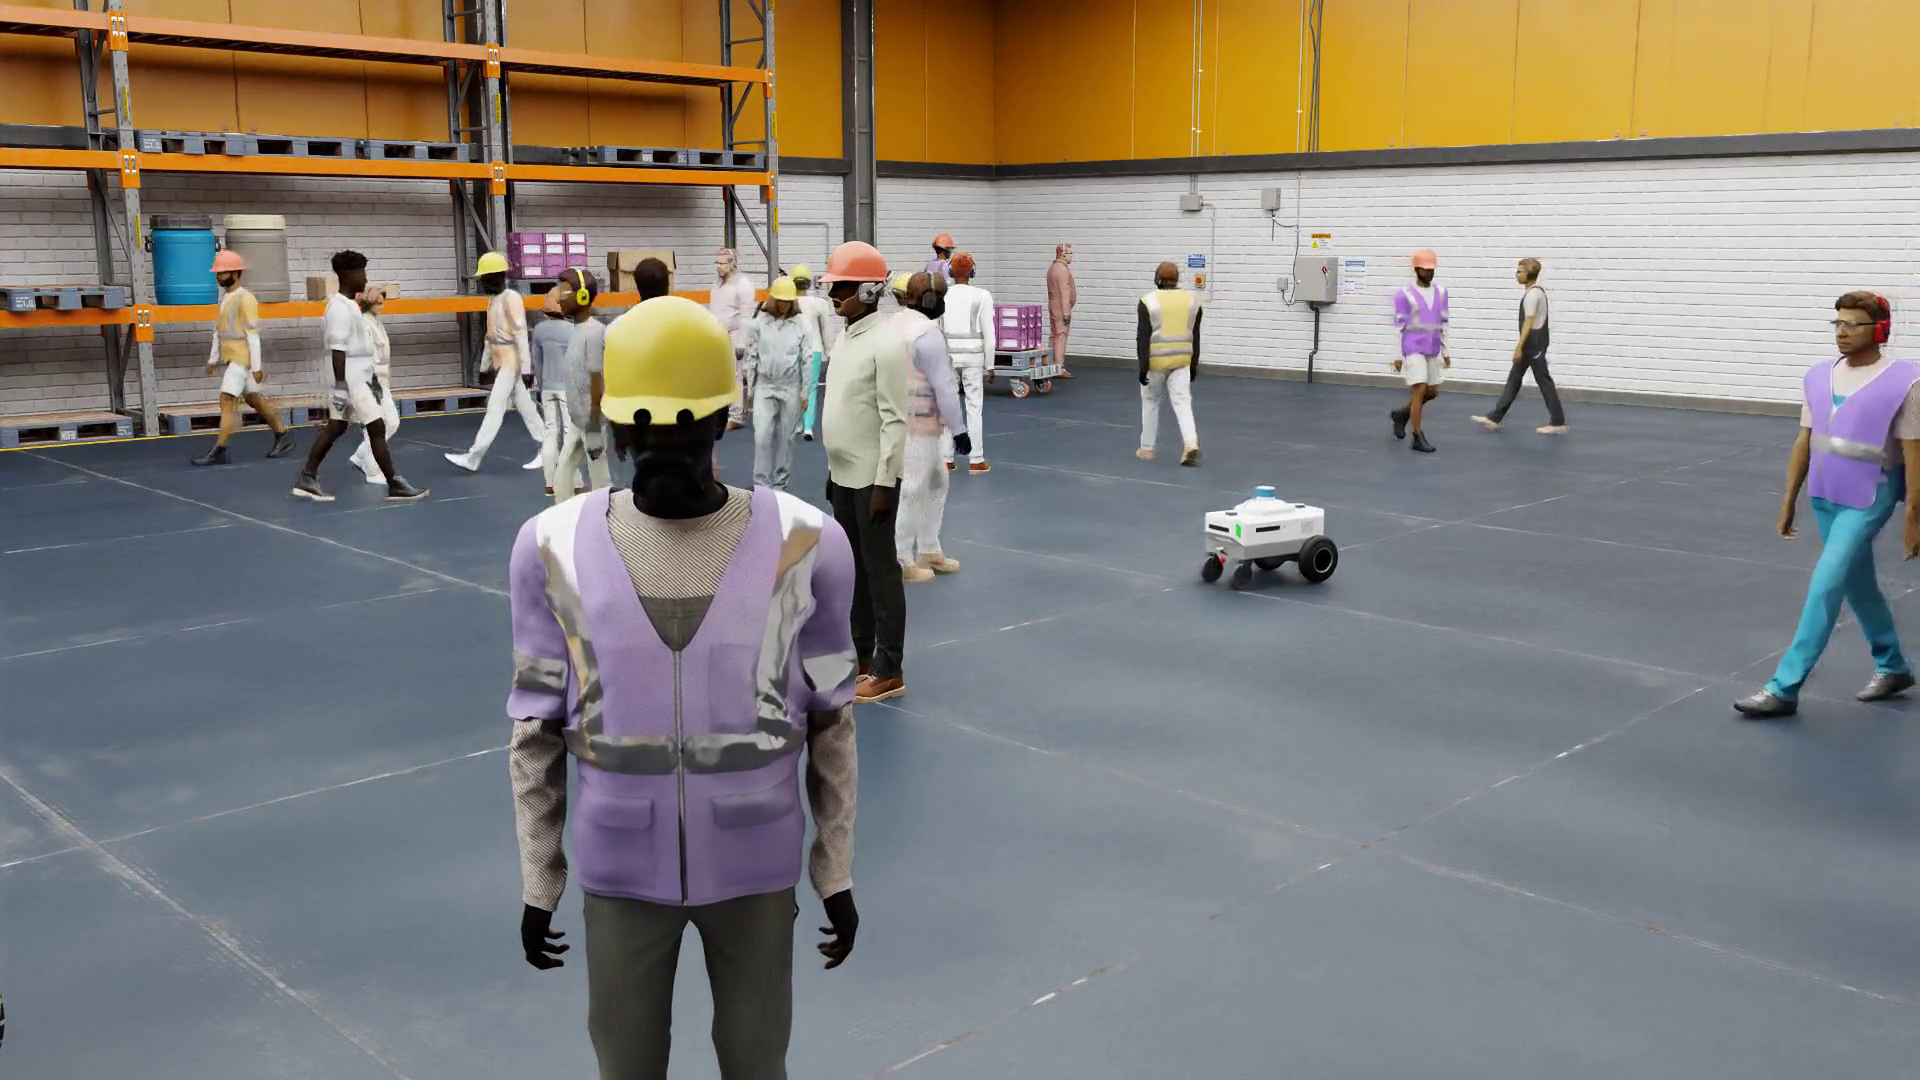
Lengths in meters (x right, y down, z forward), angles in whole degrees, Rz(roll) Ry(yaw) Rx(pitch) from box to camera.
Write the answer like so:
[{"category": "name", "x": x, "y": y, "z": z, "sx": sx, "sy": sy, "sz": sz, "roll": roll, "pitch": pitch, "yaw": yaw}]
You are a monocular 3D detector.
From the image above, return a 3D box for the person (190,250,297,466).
[{"category": "person", "x": -6.411, "y": -1.631, "z": 14.839, "sx": 0.977, "sy": 1.899, "sz": 0.542, "roll": -9, "pitch": 14, "yaw": -41}]

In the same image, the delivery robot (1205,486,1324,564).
[{"category": "delivery robot", "x": 1.783, "y": -0.071, "z": 9.730, "sx": 0.707, "sy": 0.478, "sz": 0.477, "roll": -6, "pitch": 12, "yaw": -30}]

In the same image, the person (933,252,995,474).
[{"category": "person", "x": 0.019, "y": -1.494, "z": 14.122, "sx": 0.585, "sy": 1.881, "sz": 0.344, "roll": 3, "pitch": 11, "yaw": 16}]

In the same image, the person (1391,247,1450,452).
[{"category": "person", "x": 4.331, "y": -1.809, "z": 15.756, "sx": 0.556, "sy": 1.916, "sz": 0.724, "roll": -4, "pitch": 11, "yaw": -21}]

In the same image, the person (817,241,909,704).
[{"category": "person", "x": -0.431, "y": -0.294, "z": 7.272, "sx": 0.374, "sy": 1.995, "sz": 0.611, "roll": -6, "pitch": 12, "yaw": -28}]

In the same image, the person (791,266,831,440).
[{"category": "person", "x": -1.565, "y": -1.874, "z": 16.644, "sx": 0.529, "sy": 1.724, "sz": 0.897, "roll": 0, "pitch": 10, "yaw": 1}]

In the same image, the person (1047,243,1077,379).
[{"category": "person", "x": 1.457, "y": -3.248, "z": 23.621, "sx": 0.402, "sy": 1.906, "sz": 0.651, "roll": -2, "pitch": 11, "yaw": -13}]

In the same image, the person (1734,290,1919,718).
[{"category": "person", "x": 3.766, "y": -0.153, "z": 7.044, "sx": 0.994, "sy": 1.799, "sz": 0.579, "roll": -3, "pitch": 11, "yaw": -16}]

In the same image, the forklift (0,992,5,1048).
[{"category": "forklift", "x": -3.245, "y": 0.323, "z": 3.363, "sx": 2.313, "sy": 2.155, "sz": 1.214, "roll": 2, "pitch": 11, "yaw": 13}]

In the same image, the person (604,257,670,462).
[{"category": "person", "x": -1.759, "y": -0.637, "z": 9.398, "sx": 0.604, "sy": 1.900, "sz": 0.717, "roll": 6, "pitch": 12, "yaw": 28}]

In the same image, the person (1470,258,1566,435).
[{"category": "person", "x": 5.766, "y": -1.968, "z": 16.960, "sx": 0.975, "sy": 1.787, "sz": 0.529, "roll": 3, "pitch": 11, "yaw": 16}]

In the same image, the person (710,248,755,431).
[{"category": "person", "x": -2.395, "y": -2.058, "z": 17.187, "sx": 0.415, "sy": 1.886, "sz": 0.661, "roll": -10, "pitch": 14, "yaw": -42}]

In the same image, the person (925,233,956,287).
[{"category": "person", "x": -0.223, "y": -3.099, "z": 22.441, "sx": 0.378, "sy": 2.040, "sz": 0.614, "roll": -7, "pitch": 12, "yaw": -32}]

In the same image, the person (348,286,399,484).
[{"category": "person", "x": -4.759, "y": -1.243, "z": 13.478, "sx": 0.372, "sy": 1.626, "sz": 0.524, "roll": -1, "pitch": 10, "yaw": -4}]

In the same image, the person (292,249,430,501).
[{"category": "person", "x": -4.642, "y": -1.232, "z": 12.625, "sx": 0.981, "sy": 1.925, "sz": 0.624, "roll": -4, "pitch": 11, "yaw": -19}]

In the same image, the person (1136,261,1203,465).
[{"category": "person", "x": 1.863, "y": -1.572, "z": 14.769, "sx": 0.626, "sy": 1.803, "sz": 0.925, "roll": -3, "pitch": 11, "yaw": -15}]

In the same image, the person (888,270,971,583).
[{"category": "person", "x": -0.164, "y": -0.651, "z": 9.704, "sx": 0.661, "sy": 1.816, "sz": 0.621, "roll": -4, "pitch": 11, "yaw": -19}]

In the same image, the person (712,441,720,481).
[{"category": "person", "x": -1.381, "y": -0.215, "z": 7.850, "sx": 0.628, "sy": 1.619, "sz": 0.510, "roll": -7, "pitch": 13, "yaw": -34}]

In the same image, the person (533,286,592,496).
[{"category": "person", "x": -3.073, "y": -1.141, "z": 12.877, "sx": 0.500, "sy": 1.633, "sz": 0.280, "roll": 6, "pitch": 12, "yaw": 28}]

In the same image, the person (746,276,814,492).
[{"category": "person", "x": -1.338, "y": -1.090, "z": 12.355, "sx": 0.506, "sy": 1.708, "sz": 0.645, "roll": -1, "pitch": 10, "yaw": -5}]

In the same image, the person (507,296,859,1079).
[{"category": "person", "x": -0.466, "y": 0.550, "z": 2.858, "sx": 0.594, "sy": 1.923, "sz": 0.382, "roll": -1, "pitch": 10, "yaw": -5}]

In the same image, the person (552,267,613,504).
[{"category": "person", "x": -2.158, "y": -0.694, "z": 9.892, "sx": 0.864, "sy": 1.839, "sz": 0.527, "roll": -5, "pitch": 12, "yaw": -26}]

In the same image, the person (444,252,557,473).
[{"category": "person", "x": -3.941, "y": -1.503, "z": 14.190, "sx": 1.004, "sy": 1.865, "sz": 0.609, "roll": -5, "pitch": 12, "yaw": -27}]

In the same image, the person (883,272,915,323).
[{"category": "person", "x": -0.477, "y": -1.136, "z": 12.541, "sx": 0.688, "sy": 1.751, "sz": 0.521, "roll": -10, "pitch": 14, "yaw": -43}]
